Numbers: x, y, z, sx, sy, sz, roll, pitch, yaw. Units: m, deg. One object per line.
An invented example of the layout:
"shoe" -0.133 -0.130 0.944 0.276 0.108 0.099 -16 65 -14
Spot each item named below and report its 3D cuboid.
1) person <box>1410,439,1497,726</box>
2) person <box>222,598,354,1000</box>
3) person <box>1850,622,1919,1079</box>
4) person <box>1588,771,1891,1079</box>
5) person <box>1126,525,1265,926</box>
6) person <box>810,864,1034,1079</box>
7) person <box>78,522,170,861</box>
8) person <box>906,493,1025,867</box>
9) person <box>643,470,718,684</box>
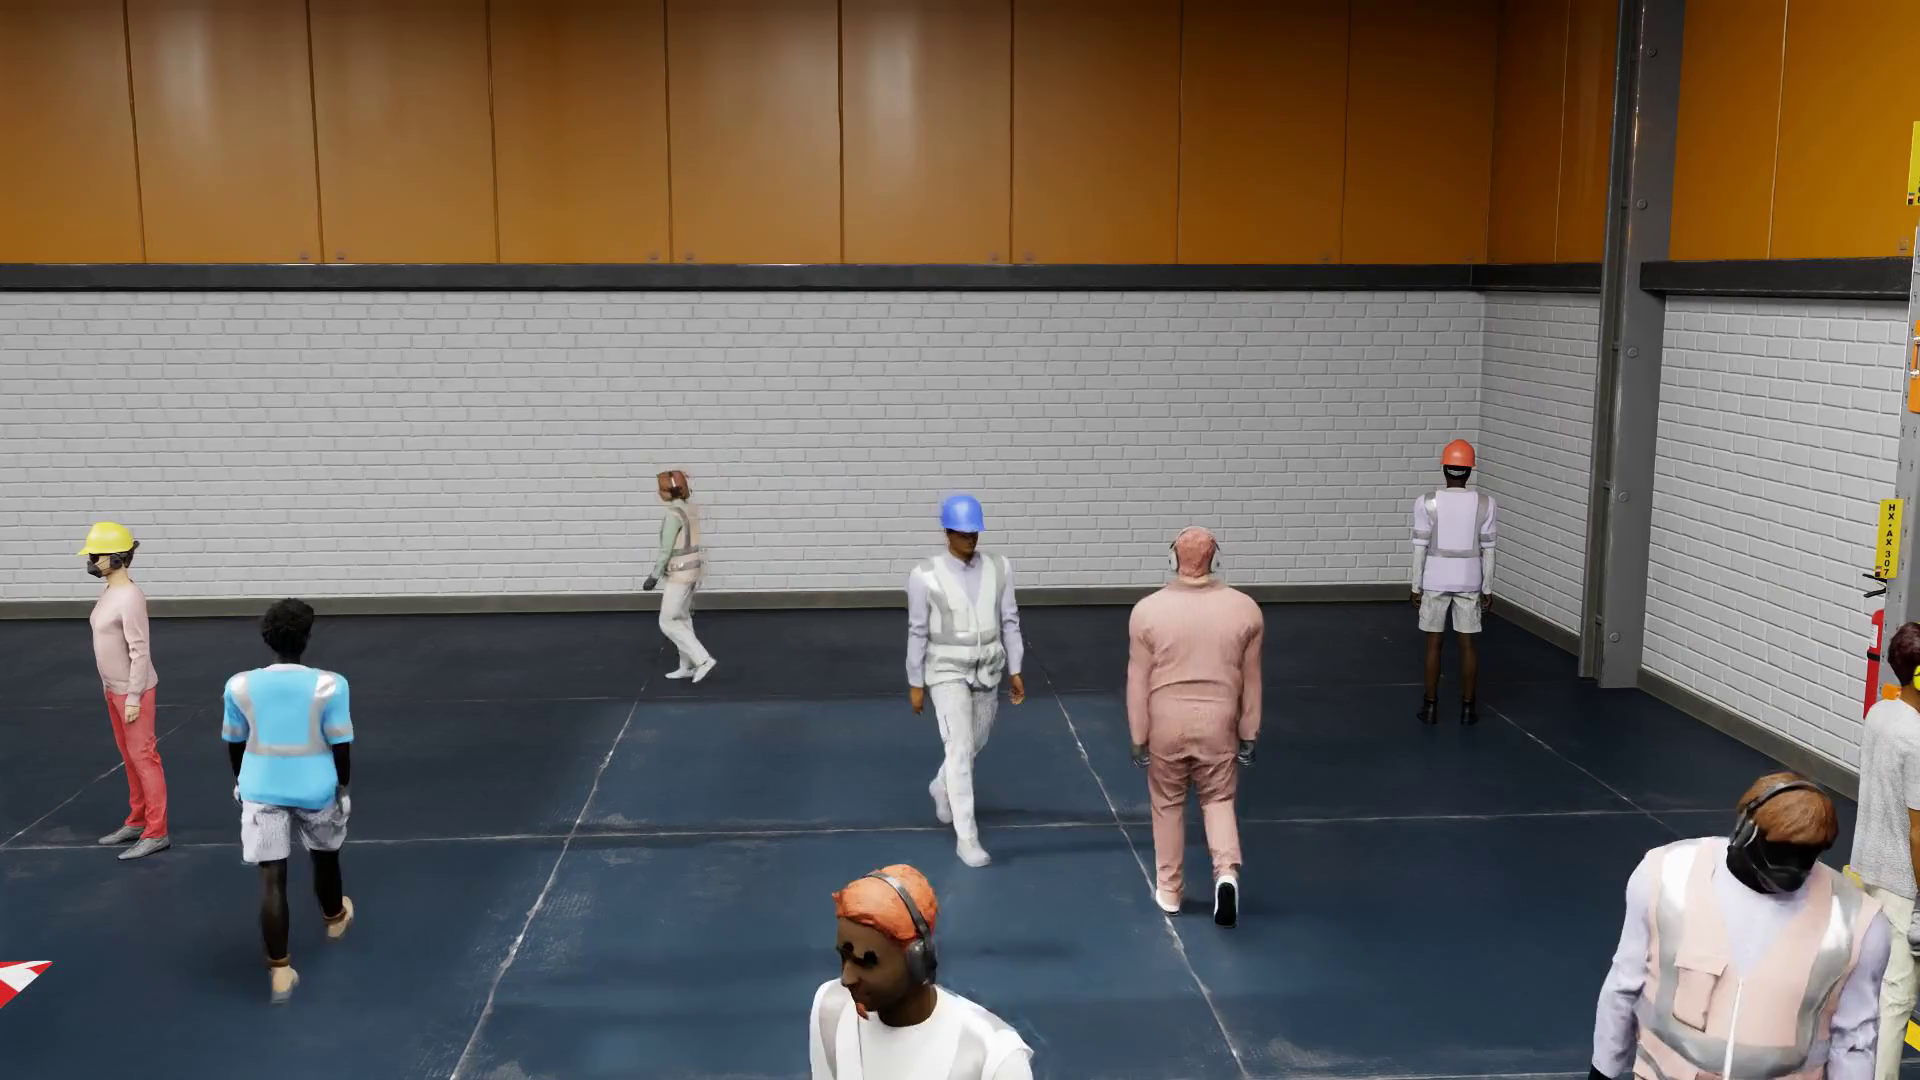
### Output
"person" 3.321 0.287 11.235 0.552 1.935 0.366 2 9 10
"person" -2.880 1.066 7.206 0.548 1.645 0.857 -2 9 -11
"person" 3.268 1.194 5.753 0.328 1.872 0.514 1 9 9
"person" 1.950 1.465 4.255 0.687 1.807 0.549 5 10 27
"person" 1.089 0.877 7.721 0.641 1.889 0.630 0 9 -1
"person" -0.090 1.566 3.545 0.588 1.825 1.036 9 13 44
"person" -4.372 0.779 8.686 0.317 1.769 0.523 -8 12 -40
"person" 0.000 0.682 8.837 0.614 1.913 0.935 -4 10 -26
"person" -2.048 0.282 12.265 0.471 1.618 0.532 0 9 2
